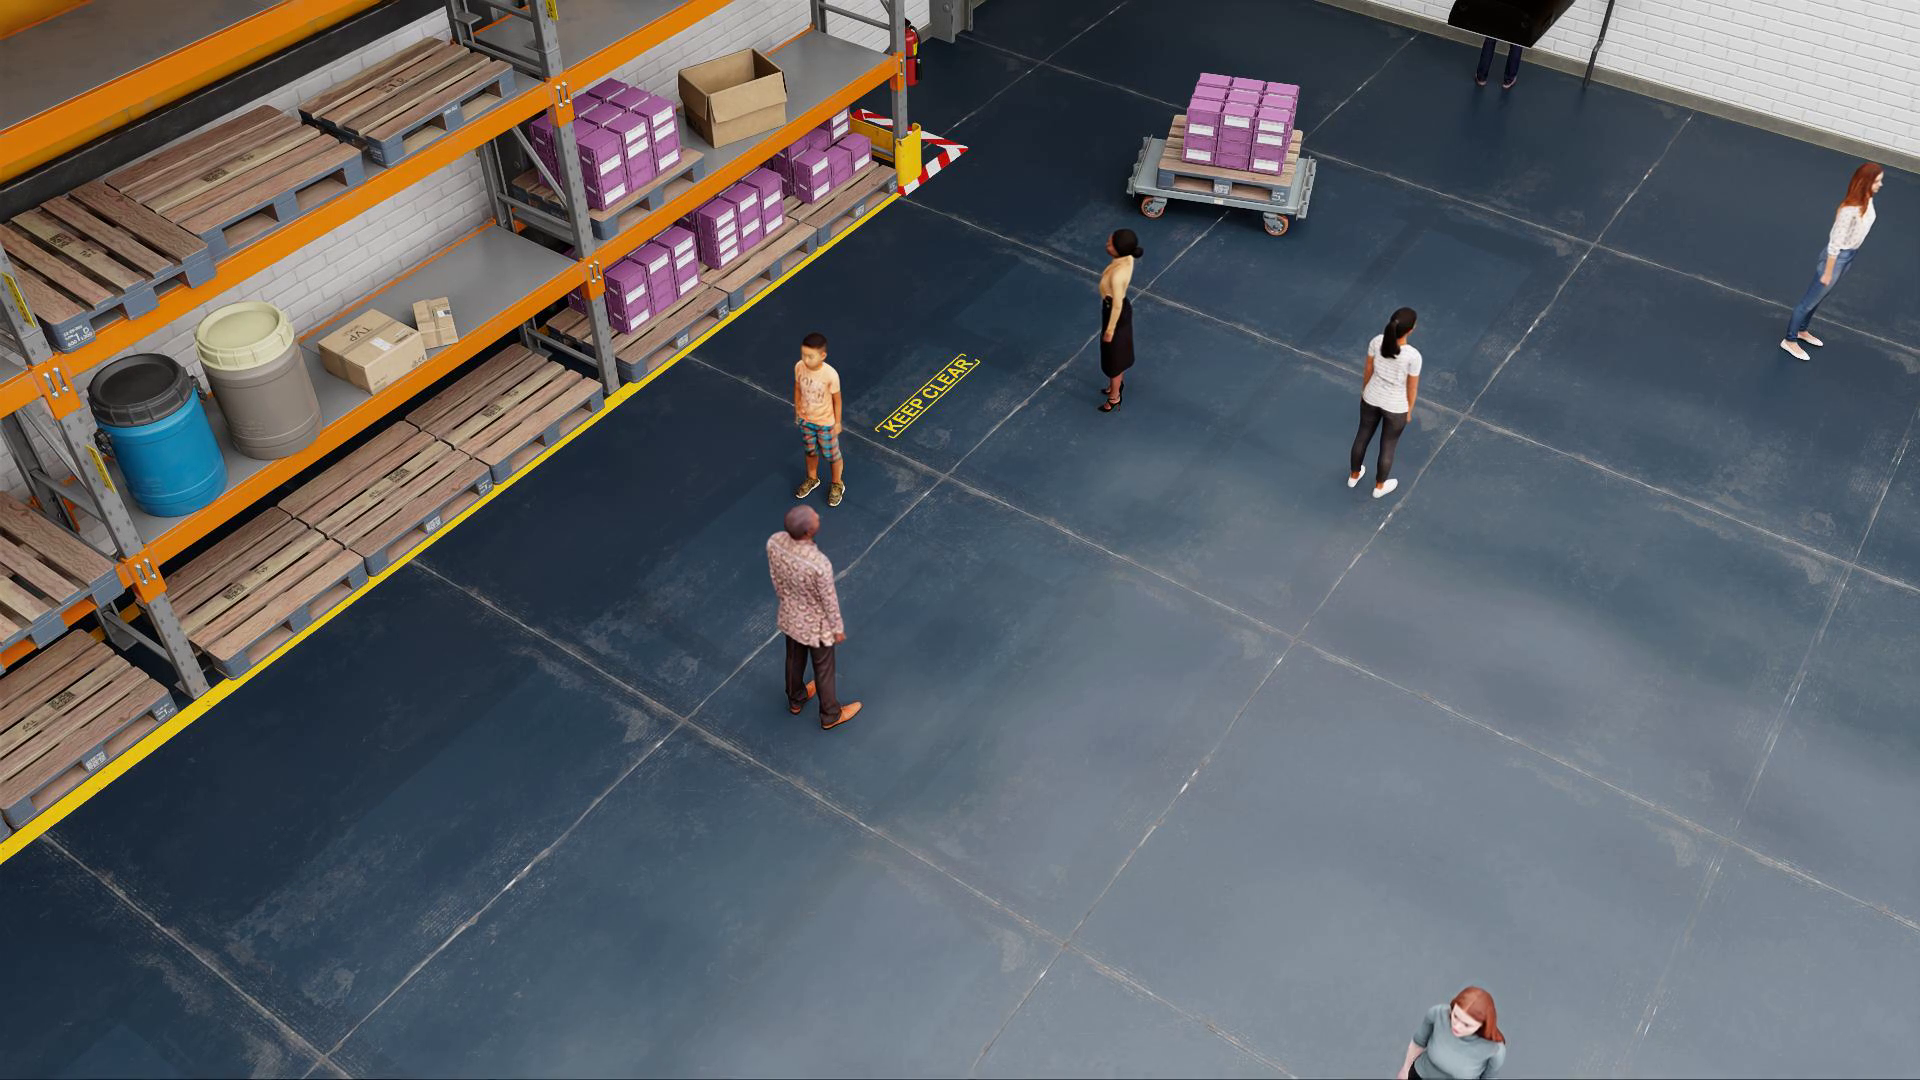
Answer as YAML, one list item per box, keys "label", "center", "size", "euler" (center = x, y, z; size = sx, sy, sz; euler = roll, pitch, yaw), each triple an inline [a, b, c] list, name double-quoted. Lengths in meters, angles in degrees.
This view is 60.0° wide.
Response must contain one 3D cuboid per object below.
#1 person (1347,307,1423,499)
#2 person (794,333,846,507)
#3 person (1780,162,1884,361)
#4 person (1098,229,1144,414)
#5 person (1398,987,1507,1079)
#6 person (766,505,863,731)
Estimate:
- label: "person"
  center: [3.124, -1.015, 12.201]
  size: [0.575, 1.647, 0.536]
  euler: [29, 51, 27]
- label: "person"
  center: [-1.038, -0.906, 12.221]
  size: [0.568, 1.461, 0.552]
  euler: [15, 46, 16]
- label: "person"
  center: [7.086, -2.282, 13.471]
  size: [0.502, 1.728, 0.671]
  euler: [-34, 53, -30]
- label: "person"
  center: [1.216, -1.707, 12.923]
  size: [0.700, 1.653, 0.581]
  euler: [11, 45, 11]
- label: "person"
  center: [2.387, 2.707, 8.224]
  size: [0.590, 1.742, 0.543]
  euler: [29, 51, 27]
- label: "person"
  center: [-0.960, 0.485, 10.509]
  size: [0.685, 1.808, 0.586]
  euler: [28, 50, 26]
